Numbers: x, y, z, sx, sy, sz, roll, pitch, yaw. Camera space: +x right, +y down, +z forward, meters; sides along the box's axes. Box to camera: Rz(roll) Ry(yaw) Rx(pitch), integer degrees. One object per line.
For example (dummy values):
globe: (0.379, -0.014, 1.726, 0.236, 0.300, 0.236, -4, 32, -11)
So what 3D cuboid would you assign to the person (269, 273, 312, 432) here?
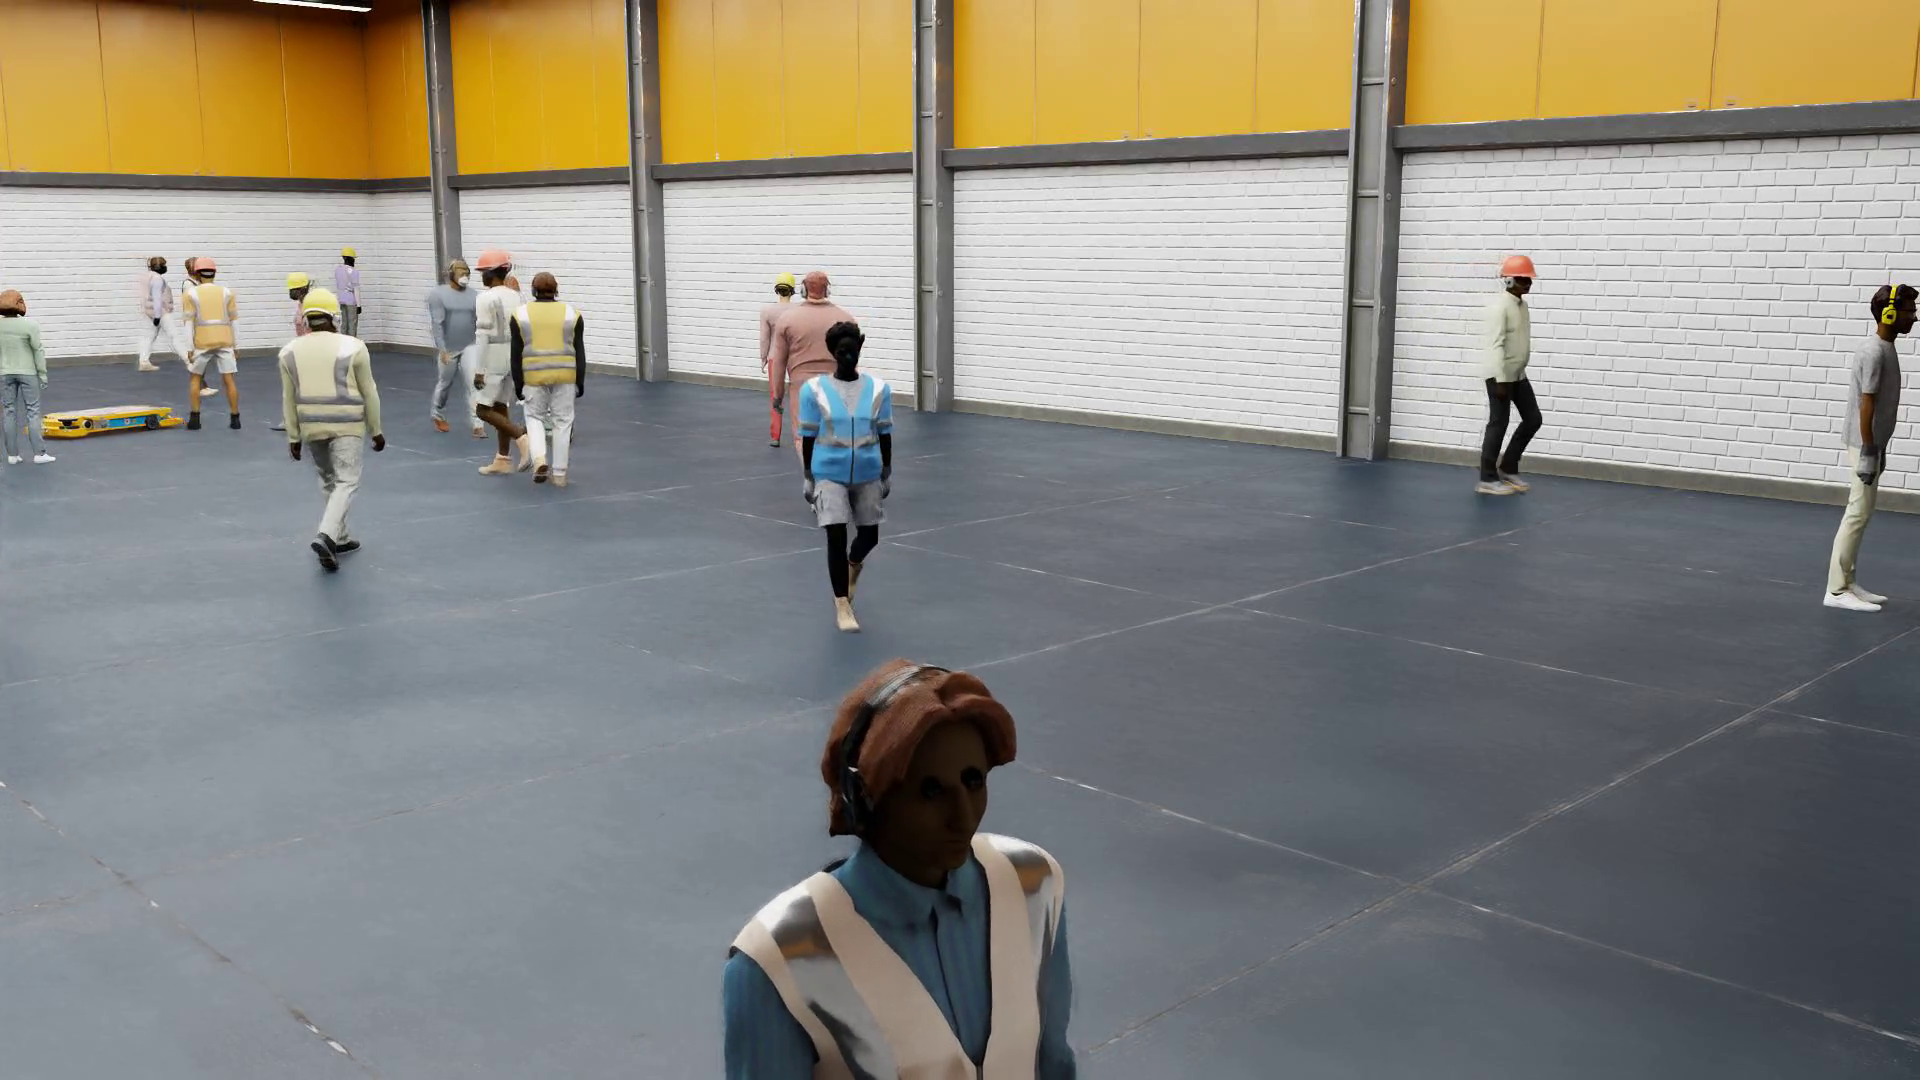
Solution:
person: (-7.057, -1.982, 17.783, 0.833, 1.720, 0.538, -6, 12, -31)

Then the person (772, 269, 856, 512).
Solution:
person: (-1.127, -1.165, 12.960, 0.651, 1.876, 0.882, -3, 11, -16)

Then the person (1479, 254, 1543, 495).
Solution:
person: (4.543, -1.342, 13.633, 0.526, 1.971, 0.646, 9, 14, 41)

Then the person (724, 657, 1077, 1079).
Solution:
person: (-0.063, 0.944, 2.099, 0.527, 1.638, 0.310, -9, 14, -41)

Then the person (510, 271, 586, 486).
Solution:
person: (-3.483, -1.359, 14.117, 0.623, 1.832, 0.466, -3, 11, -14)

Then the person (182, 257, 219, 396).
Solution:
person: (-10.144, -2.838, 22.154, 0.340, 1.845, 0.512, -3, 11, -14)

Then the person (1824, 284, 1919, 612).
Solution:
person: (5.206, -0.516, 9.489, 0.322, 1.854, 0.509, 7, 12, 33)

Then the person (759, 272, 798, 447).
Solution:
person: (-1.752, -1.813, 16.781, 0.535, 1.767, 0.315, -1, 10, -3)

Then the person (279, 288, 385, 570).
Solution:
person: (-4.082, -0.722, 10.750, 0.595, 1.803, 0.834, 1, 10, 7)

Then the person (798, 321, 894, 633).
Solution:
person: (-0.633, -0.364, 9.126, 0.540, 1.678, 0.625, -3, 11, -17)

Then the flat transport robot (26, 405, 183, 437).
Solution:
flat transport robot: (-9.287, -1.306, 18.093, 0.652, 0.197, 1.431, 5, 12, 25)

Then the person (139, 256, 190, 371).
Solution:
person: (-12.595, -3.580, 26.338, 0.965, 1.789, 0.629, -9, 14, -40)

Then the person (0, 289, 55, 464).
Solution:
person: (-8.798, -1.521, 15.554, 0.498, 1.633, 0.289, -1, 10, -6)

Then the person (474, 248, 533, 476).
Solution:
person: (-4.001, -1.537, 14.570, 0.612, 2.026, 0.636, 3, 11, 15)

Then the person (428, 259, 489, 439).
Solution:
person: (-5.368, -2.042, 17.725, 0.615, 1.896, 1.023, -7, 13, -35)

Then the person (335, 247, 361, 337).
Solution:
person: (-10.872, -4.247, 29.652, 0.581, 1.919, 0.391, 6, 12, 31)

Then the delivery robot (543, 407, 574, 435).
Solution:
delivery robot: (-4.229, -1.332, 17.197, 0.477, 0.478, 0.707, 0, 11, -1)

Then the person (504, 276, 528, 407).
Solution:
person: (-5.596, -2.478, 20.791, 0.294, 1.628, 0.509, 9, 14, 41)

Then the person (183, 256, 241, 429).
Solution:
person: (-8.233, -2.169, 18.349, 0.569, 1.908, 0.489, -6, 12, -30)
